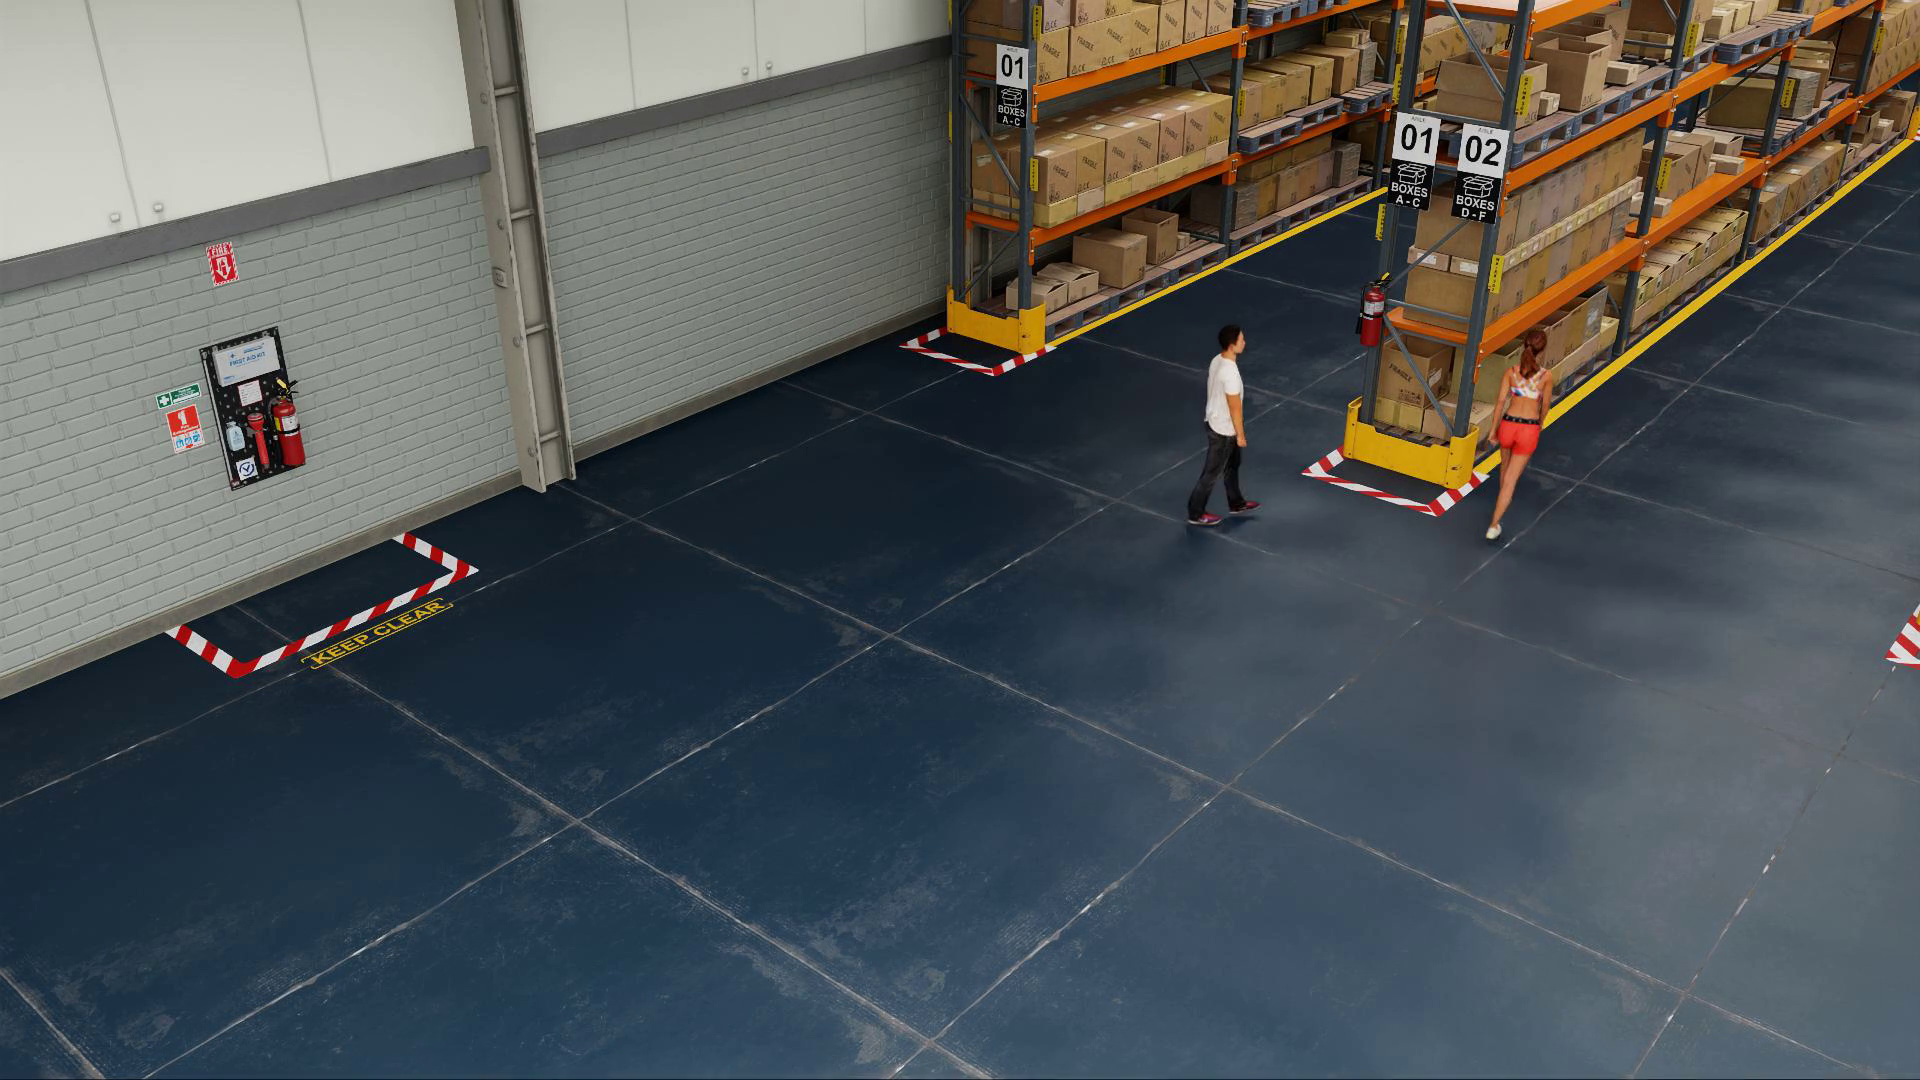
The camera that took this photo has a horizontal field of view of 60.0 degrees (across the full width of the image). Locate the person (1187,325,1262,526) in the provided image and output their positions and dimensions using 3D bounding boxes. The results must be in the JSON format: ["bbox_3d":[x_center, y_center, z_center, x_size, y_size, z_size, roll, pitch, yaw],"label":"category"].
[{"bbox_3d":[2.110,-0.944,13.949,1.029,1.782,0.976,-2,28,-4],"label":"person"}]

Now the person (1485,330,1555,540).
[{"bbox_3d":[4.599,-0.822,13.755,0.694,1.749,1.156,14,31,25],"label":"person"}]
